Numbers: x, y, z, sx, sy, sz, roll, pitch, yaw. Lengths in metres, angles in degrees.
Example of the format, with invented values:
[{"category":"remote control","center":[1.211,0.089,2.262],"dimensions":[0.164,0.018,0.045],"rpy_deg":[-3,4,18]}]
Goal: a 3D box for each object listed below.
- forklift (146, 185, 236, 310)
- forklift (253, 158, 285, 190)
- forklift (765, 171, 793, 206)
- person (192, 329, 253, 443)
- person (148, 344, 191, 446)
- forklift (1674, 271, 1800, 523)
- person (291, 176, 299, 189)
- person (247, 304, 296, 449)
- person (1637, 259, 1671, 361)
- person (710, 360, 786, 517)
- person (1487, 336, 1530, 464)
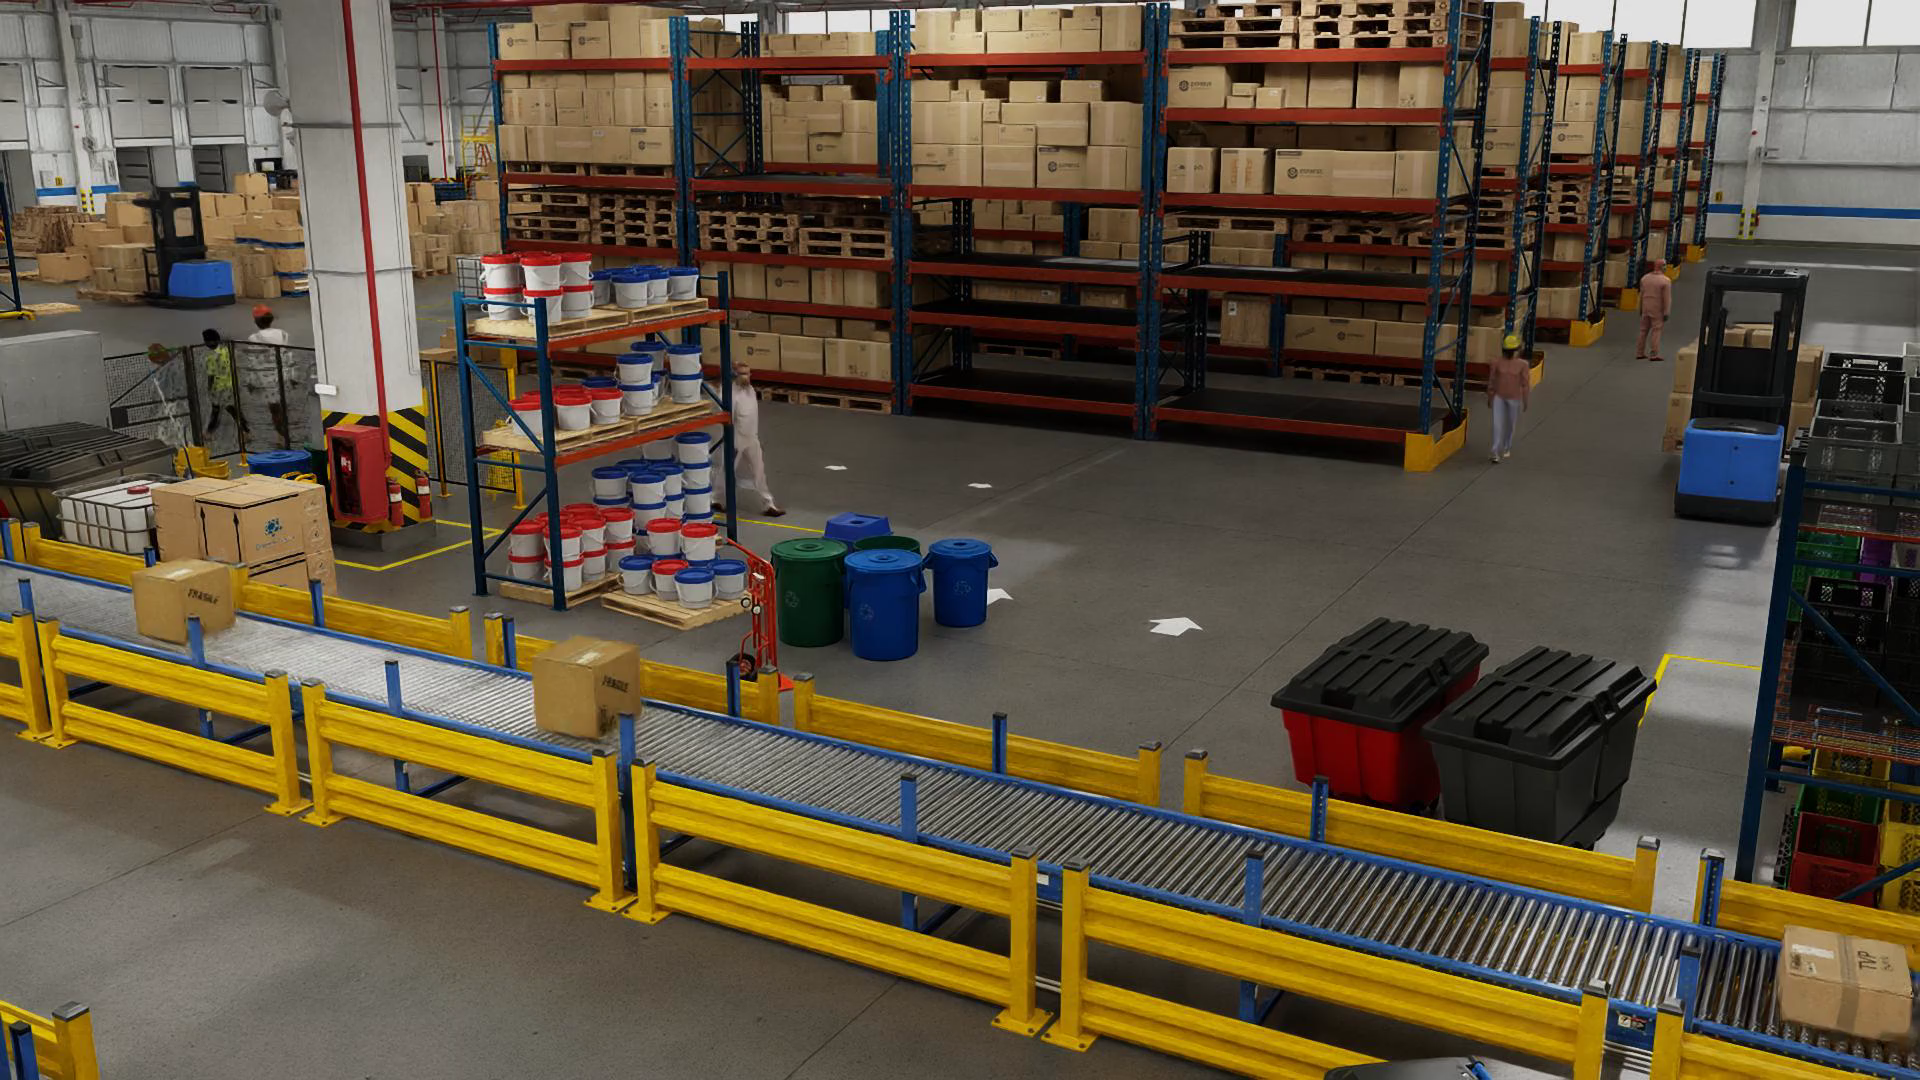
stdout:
[{"category":"forklift","center":[-18.132,-6.879,38.959],"dimensions":[1.873,2.768,1.129],"rpy_deg":[8,17,28]},{"category":"forklift","center":[-23.585,-11.676,56.994],"dimensions":[1.873,2.768,1.129],"rpy_deg":[8,17,28]},{"category":"forklift","center":[-5.710,-10.508,52.602],"dimensions":[1.129,2.768,1.873],"rpy_deg":[8,17,28]},{"category":"person","center":[-10.549,-2.182,23.654],"dimensions":[0.904,1.643,0.535],"rpy_deg":[-1,15,-3]},{"category":"person","center":[-10.827,-1.847,22.496],"dimensions":[0.804,1.596,0.539],"rpy_deg":[-3,15,-11]},{"category":"forklift","center":[9.269,-1.763,19.726],"dimensions":[1.129,2.768,1.873],"rpy_deg":[8,17,27]},{"category":"person","center":[-27.146,-14.134,68.057],"dimensions":[0.596,1.925,0.372],"rpy_deg":[-13,20,-41]},{"category":"person","center":[-9.680,-2.286,23.335],"dimensions":[0.534,2.020,0.620],"rpy_deg":[7,16,25]},{"category":"person","center":[13.032,-4.305,31.174],"dimensions":[0.399,1.899,0.646],"rpy_deg":[-9,17,-30]},{"category":"person","center":[-2.580,-1.190,19.550],"dimensions":[1.011,1.858,0.665],"rpy_deg":[8,17,29]},{"category":"person","center":[7.404,-1.909,22.494],"dimensions":[0.535,1.713,0.928],"rpy_deg":[5,16,20]}]
